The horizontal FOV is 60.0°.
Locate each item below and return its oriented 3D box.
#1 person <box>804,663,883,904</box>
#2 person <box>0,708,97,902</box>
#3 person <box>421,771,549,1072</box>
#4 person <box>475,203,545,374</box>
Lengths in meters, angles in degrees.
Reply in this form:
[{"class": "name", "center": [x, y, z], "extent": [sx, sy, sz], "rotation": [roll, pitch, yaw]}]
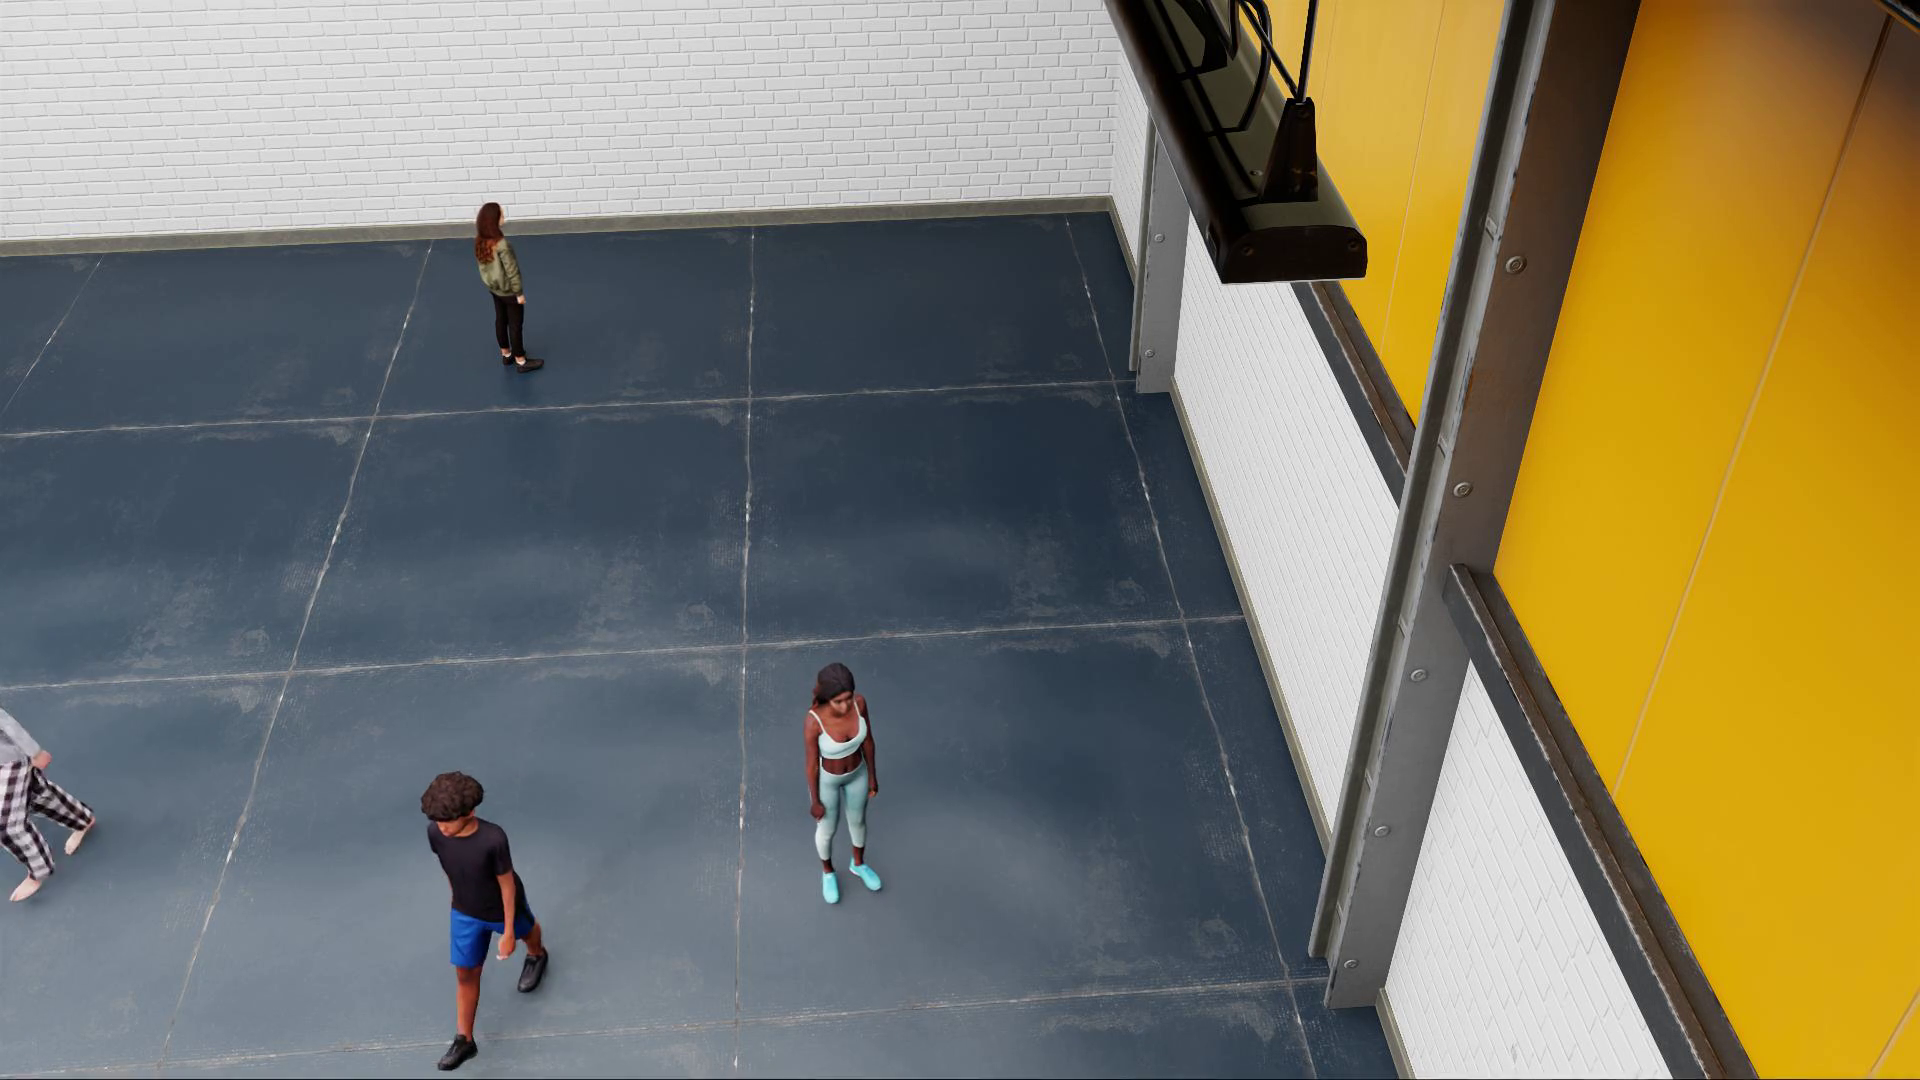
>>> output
[{"class": "person", "center": [-0.658, 1.310, 9.093], "extent": [0.644, 1.724, 0.655], "rotation": [-20, 43, -23]}, {"class": "person", "center": [-5.265, 1.141, 9.244], "extent": [0.891, 1.800, 1.037], "rotation": [9, 39, 11]}, {"class": "person", "center": [-2.353, 1.776, 8.494], "extent": [0.833, 1.743, 1.208], "rotation": [7, 39, 9]}, {"class": "person", "center": [-3.703, -2.055, 13.505], "extent": [0.644, 1.476, 0.713], "rotation": [30, 47, 32]}]
